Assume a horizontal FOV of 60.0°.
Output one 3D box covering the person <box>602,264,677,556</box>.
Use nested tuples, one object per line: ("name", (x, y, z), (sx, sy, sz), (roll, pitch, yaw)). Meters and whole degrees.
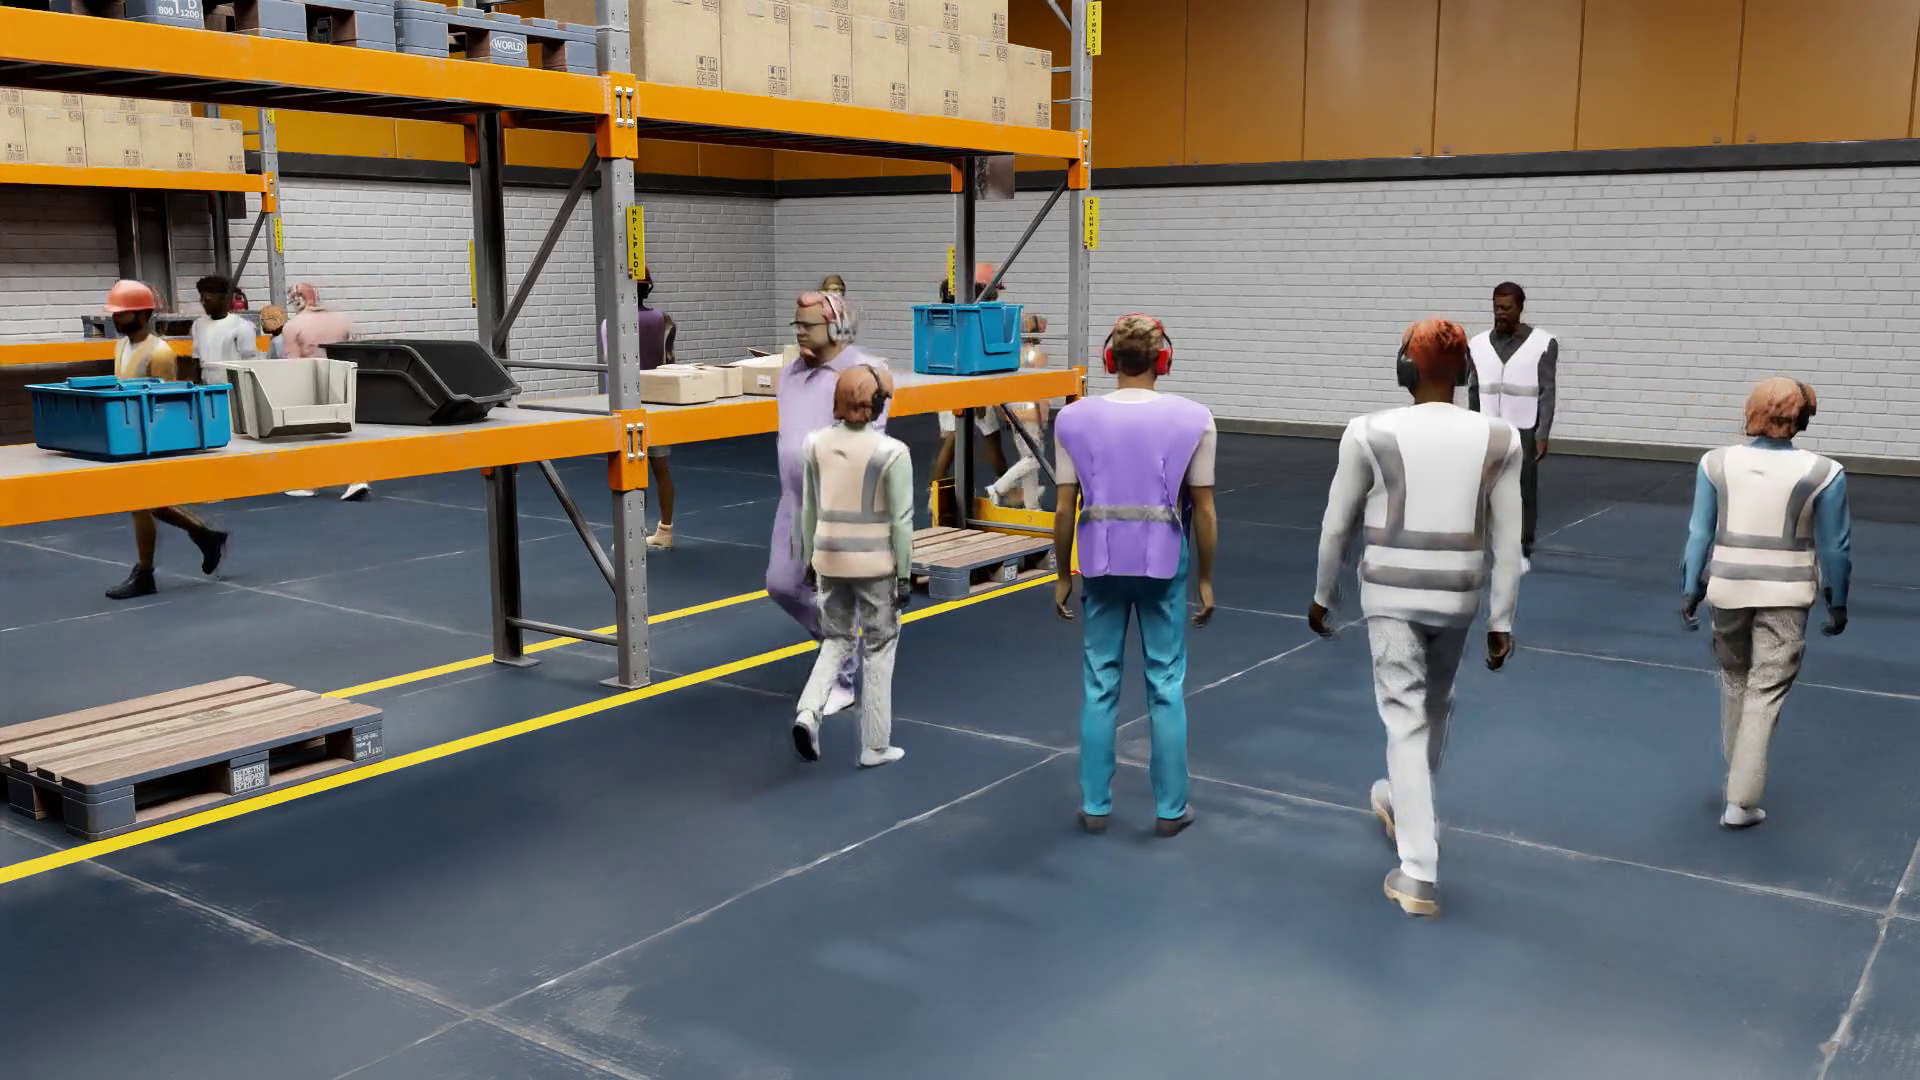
("person", (-2.219, -0.908, 11.434), (0.385, 2.045, 0.605), (8, 12, 38))

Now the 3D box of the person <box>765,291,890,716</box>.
("person", (-0.597, -0.160, 7.445), (0.648, 1.895, 0.452), (7, 12, 36))

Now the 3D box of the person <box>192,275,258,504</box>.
("person", (-6.215, -1.303, 14.200), (0.582, 1.916, 1.010), (5, 11, 26))

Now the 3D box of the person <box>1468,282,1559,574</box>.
("person", (3.452, -0.676, 10.554), (0.616, 1.882, 0.895), (8, 12, 38))

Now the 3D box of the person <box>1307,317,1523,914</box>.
("person", (1.467, 0.202, 5.431), (0.595, 1.837, 0.973), (-1, 10, -4))

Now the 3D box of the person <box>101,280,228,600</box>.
("person", (-4.880, -0.625, 10.127), (0.549, 1.915, 0.737), (8, 13, 40))

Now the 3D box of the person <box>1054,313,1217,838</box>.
("person", (0.609, 0.135, 5.822), (0.570, 1.840, 0.373), (2, 10, 11))

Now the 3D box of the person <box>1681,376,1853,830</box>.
("person", (2.960, 0.213, 6.063), (0.532, 1.605, 0.778), (9, 13, 44))

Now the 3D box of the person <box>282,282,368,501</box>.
("person", (-5.397, -1.243, 14.043), (0.974, 1.851, 0.665), (7, 12, 35))

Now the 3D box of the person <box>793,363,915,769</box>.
("person", (-0.426, 0.123, 6.528), (0.531, 1.624, 0.453), (5, 11, 29))

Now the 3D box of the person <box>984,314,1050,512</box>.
("person", (0.461, -0.938, 12.895), (0.609, 1.617, 0.541), (-5, 11, -30))

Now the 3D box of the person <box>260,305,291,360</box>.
("person", (-6.089, -1.286, 14.928), (0.270, 1.627, 0.503), (-4, 10, -21))

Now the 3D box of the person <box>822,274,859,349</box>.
("person", (-1.298, -1.655, 16.319), (0.632, 1.909, 0.908), (-5, 11, -26))

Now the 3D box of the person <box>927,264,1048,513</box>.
("person", (0.204, -1.202, 13.328), (1.018, 1.989, 0.627), (-2, 10, -14))

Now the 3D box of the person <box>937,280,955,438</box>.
("person", (-0.118, -2.023, 18.795), (0.651, 1.799, 0.900), (0, 10, -2))
